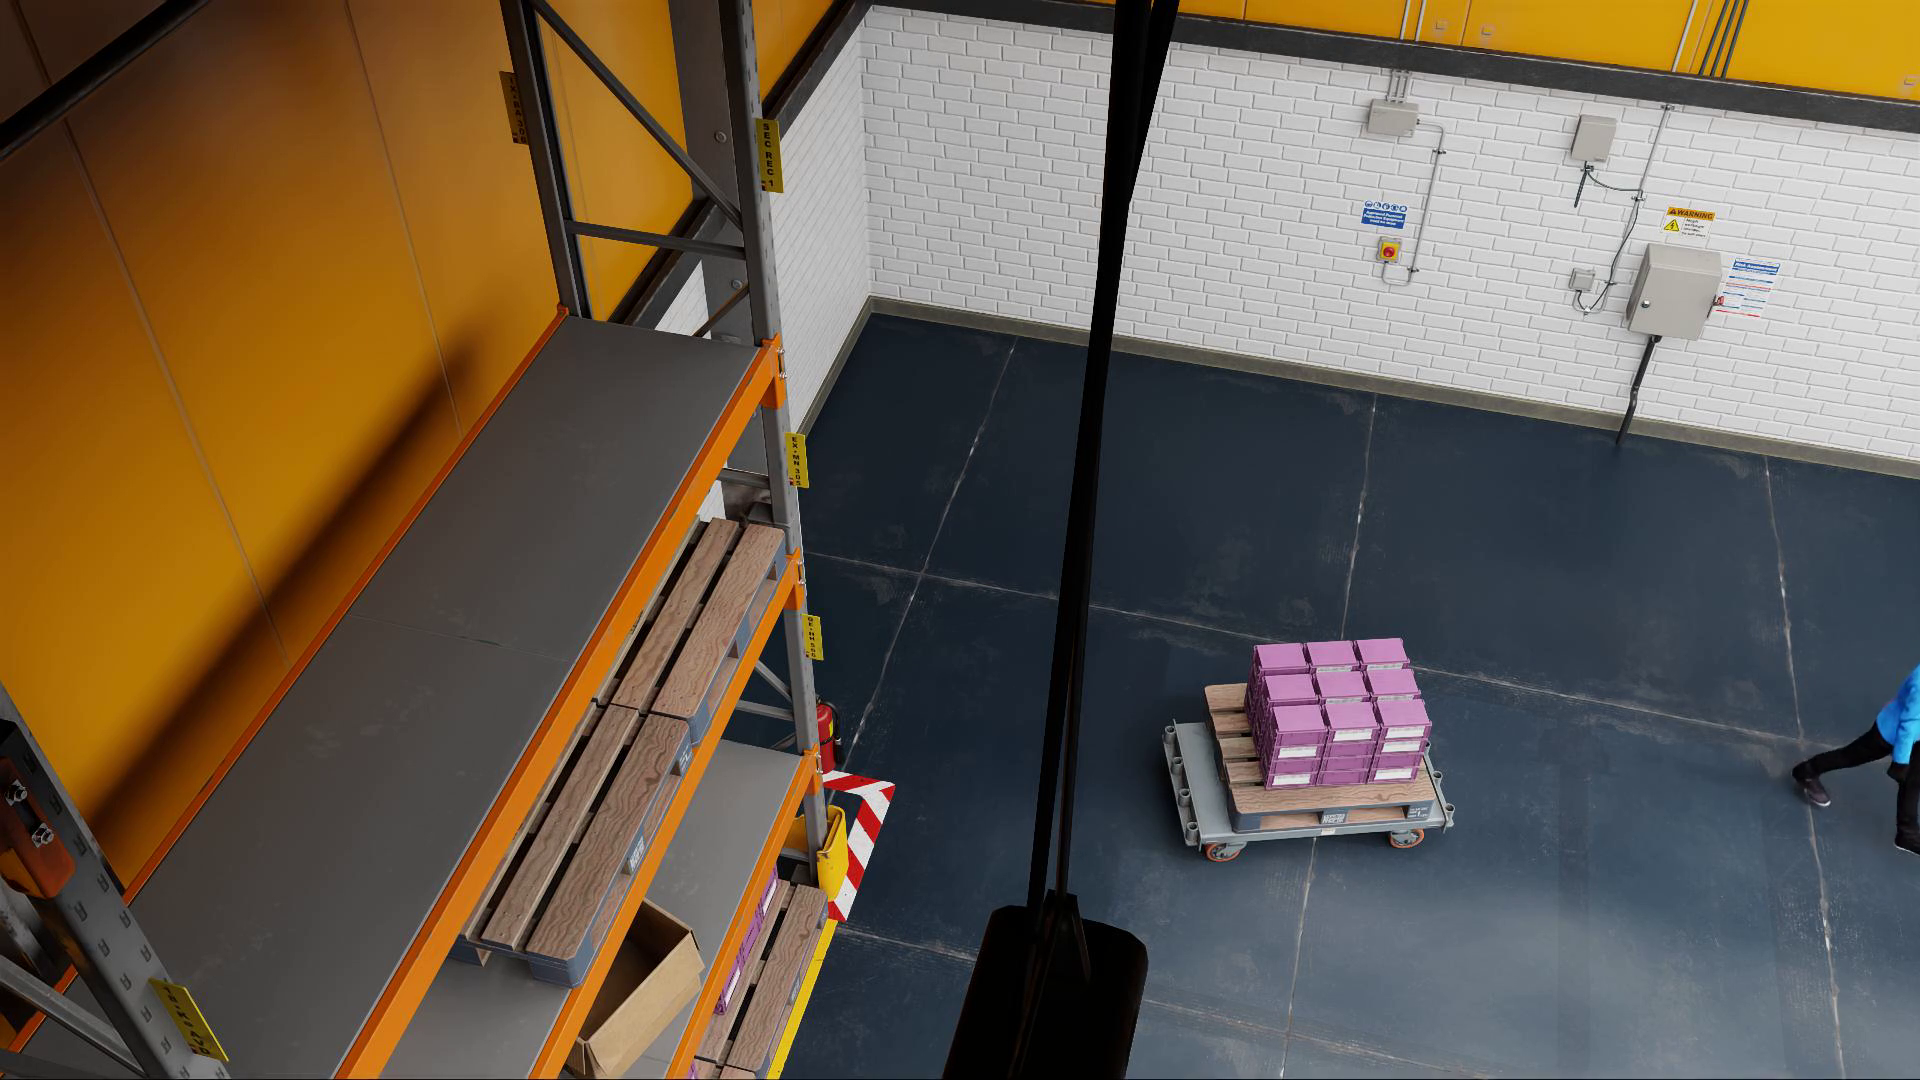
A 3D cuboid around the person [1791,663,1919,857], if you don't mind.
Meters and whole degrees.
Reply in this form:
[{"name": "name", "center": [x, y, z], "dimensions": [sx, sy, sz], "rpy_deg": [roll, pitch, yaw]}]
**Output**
[{"name": "person", "center": [5.492, 1.091, 9.872], "dimensions": [1.202, 1.740, 1.178], "rpy_deg": [-27, 50, -26]}]
